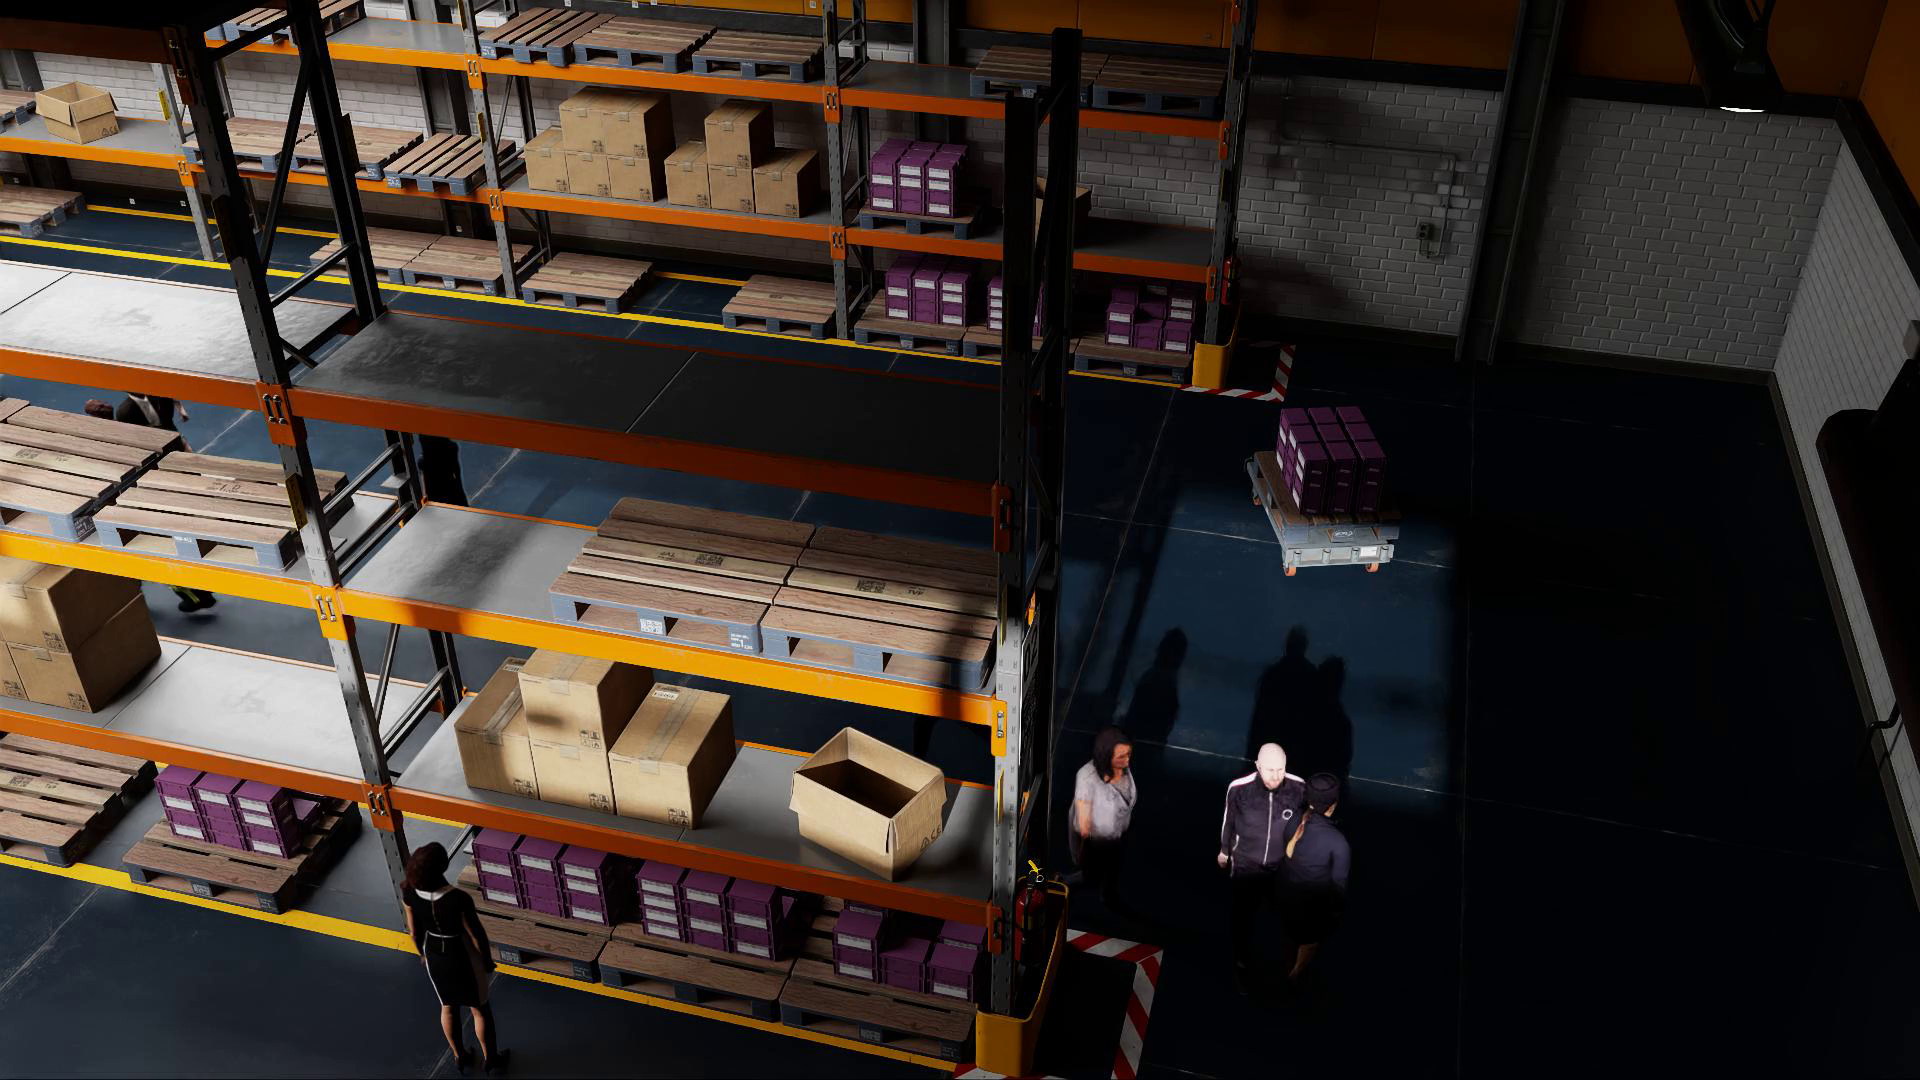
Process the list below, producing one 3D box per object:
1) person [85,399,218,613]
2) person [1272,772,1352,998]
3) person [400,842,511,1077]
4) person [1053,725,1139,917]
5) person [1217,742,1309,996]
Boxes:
[{"bbox_3d":[-6.619,-0.192,13.470,1.325,1.925,0.949,2,34,3],"label":"person"},{"bbox_3d":[2.057,2.173,10.152,0.889,1.660,0.799,-25,41,-33],"label":"person"},{"bbox_3d":[-2.919,2.442,9.624,0.455,1.796,0.666,4,34,7],"label":"person"},{"bbox_3d":[0.861,1.812,10.753,0.885,1.595,0.821,25,41,32],"label":"person"},{"bbox_3d":[1.857,1.920,10.392,1.092,1.815,0.944,0,34,0],"label":"person"}]
